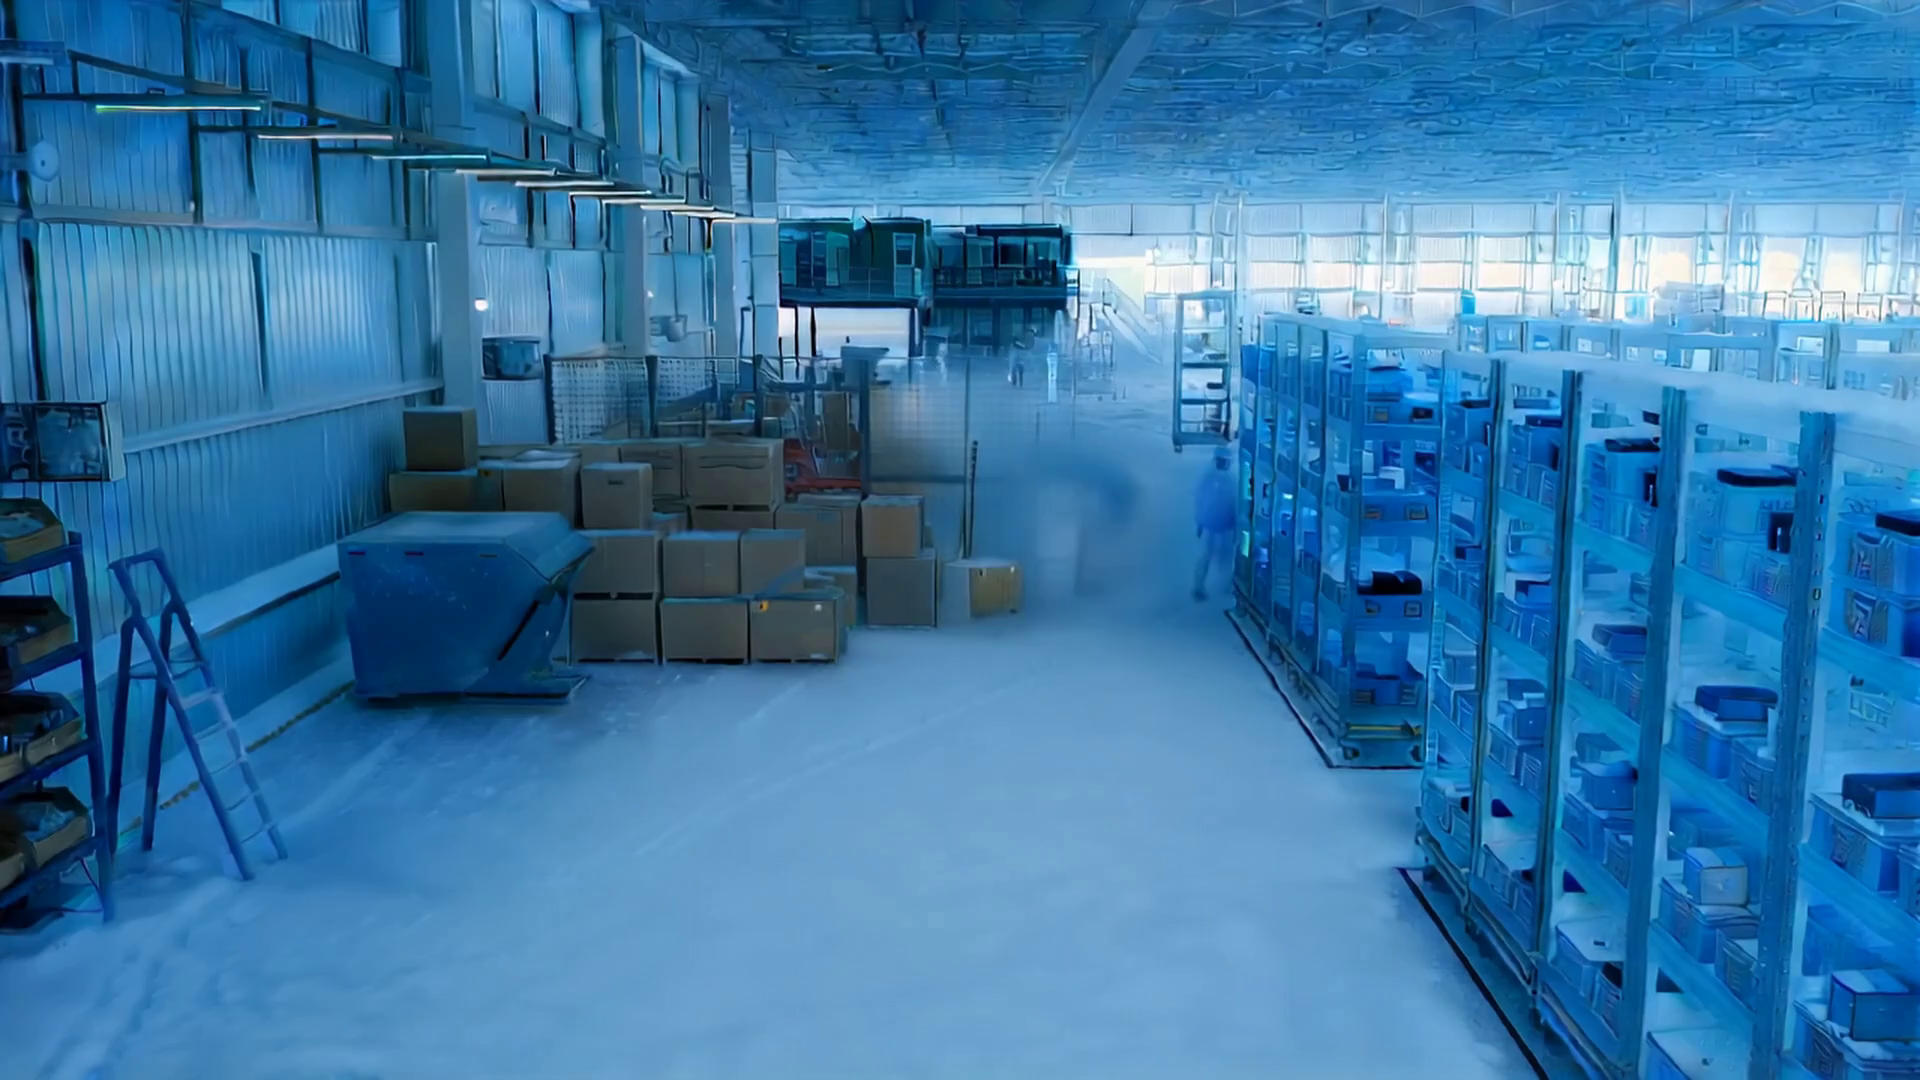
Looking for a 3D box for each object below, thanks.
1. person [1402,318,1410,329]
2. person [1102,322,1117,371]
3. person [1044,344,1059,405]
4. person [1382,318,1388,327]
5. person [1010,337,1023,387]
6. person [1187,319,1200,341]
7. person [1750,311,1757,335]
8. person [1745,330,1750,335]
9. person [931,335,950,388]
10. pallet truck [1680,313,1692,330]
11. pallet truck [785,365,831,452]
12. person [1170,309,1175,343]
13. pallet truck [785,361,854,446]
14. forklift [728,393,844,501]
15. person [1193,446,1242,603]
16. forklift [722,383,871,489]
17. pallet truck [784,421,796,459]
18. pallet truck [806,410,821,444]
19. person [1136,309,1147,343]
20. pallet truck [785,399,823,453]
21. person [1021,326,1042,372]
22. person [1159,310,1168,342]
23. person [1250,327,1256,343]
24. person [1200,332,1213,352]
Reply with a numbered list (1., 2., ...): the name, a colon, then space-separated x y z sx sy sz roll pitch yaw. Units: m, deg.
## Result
1. person: 19.234 -8.538 71.808 0.373 2.043 0.615 0 9 0
2. person: 6.054 -7.930 68.063 0.689 2.000 0.539 -5 11 -30
3. person: 2.804 -5.079 51.028 0.516 1.865 0.329 -8 12 -40
4. person: 20.213 -9.679 79.437 0.376 1.851 0.517 -2 9 -13
5. person: 1.991 -6.263 58.655 0.518 1.756 0.348 -5 10 -27
6. person: 13.719 -12.620 97.532 0.944 1.867 0.644 -3 10 -17
7. person: 41.610 -11.044 87.402 0.621 1.997 0.372 -7 11 -35
8. person: 38.516 -10.011 81.602 0.639 1.800 0.899 -3 10 -17
9. person: -0.667 -6.231 58.114 0.576 1.869 0.591 0 9 2
10. pallet truck: 36.315 -10.531 84.244 0.823 1.965 1.885 -6 11 -33
11. pallet truck: -3.774 -2.976 37.635 1.885 1.965 0.823 1 9 5
12. person: 12.161 -12.167 94.579 0.392 1.918 0.589 0 9 3
13. pallet truck: -3.410 -3.193 38.978 1.885 1.965 0.823 0 9 -1
14. forklift: -2.979 -1.316 26.476 2.680 1.987 1.157 0 9 1
15. person: 3.190 -0.199 20.646 0.623 1.958 0.973 6 11 32
16. forklift: -2.893 -1.687 28.729 2.680 1.987 1.157 0 9 -1
17. pallet truck: -4.013 -1.793 32.705 1.601 1.201 0.680 0 9 1
18. pallet truck: -3.559 -2.018 33.905 1.522 1.261 0.704 0 9 -1
19. person: 9.895 -11.581 90.728 0.608 1.995 0.377 1 9 5
20. pallet truck: -3.814 -2.432 36.419 1.630 1.274 0.653 0 9 1
21. person: 2.855 -7.770 67.611 1.022 1.874 0.610 -3 10 -19
22. person: 11.702 -12.274 95.523 0.492 1.820 0.655 -8 12 -42
23. person: 12.098 -7.799 67.649 0.798 1.906 0.583 7 11 35
24. person: 11.271 -9.113 75.781 0.636 1.915 0.831 -3 10 -17
